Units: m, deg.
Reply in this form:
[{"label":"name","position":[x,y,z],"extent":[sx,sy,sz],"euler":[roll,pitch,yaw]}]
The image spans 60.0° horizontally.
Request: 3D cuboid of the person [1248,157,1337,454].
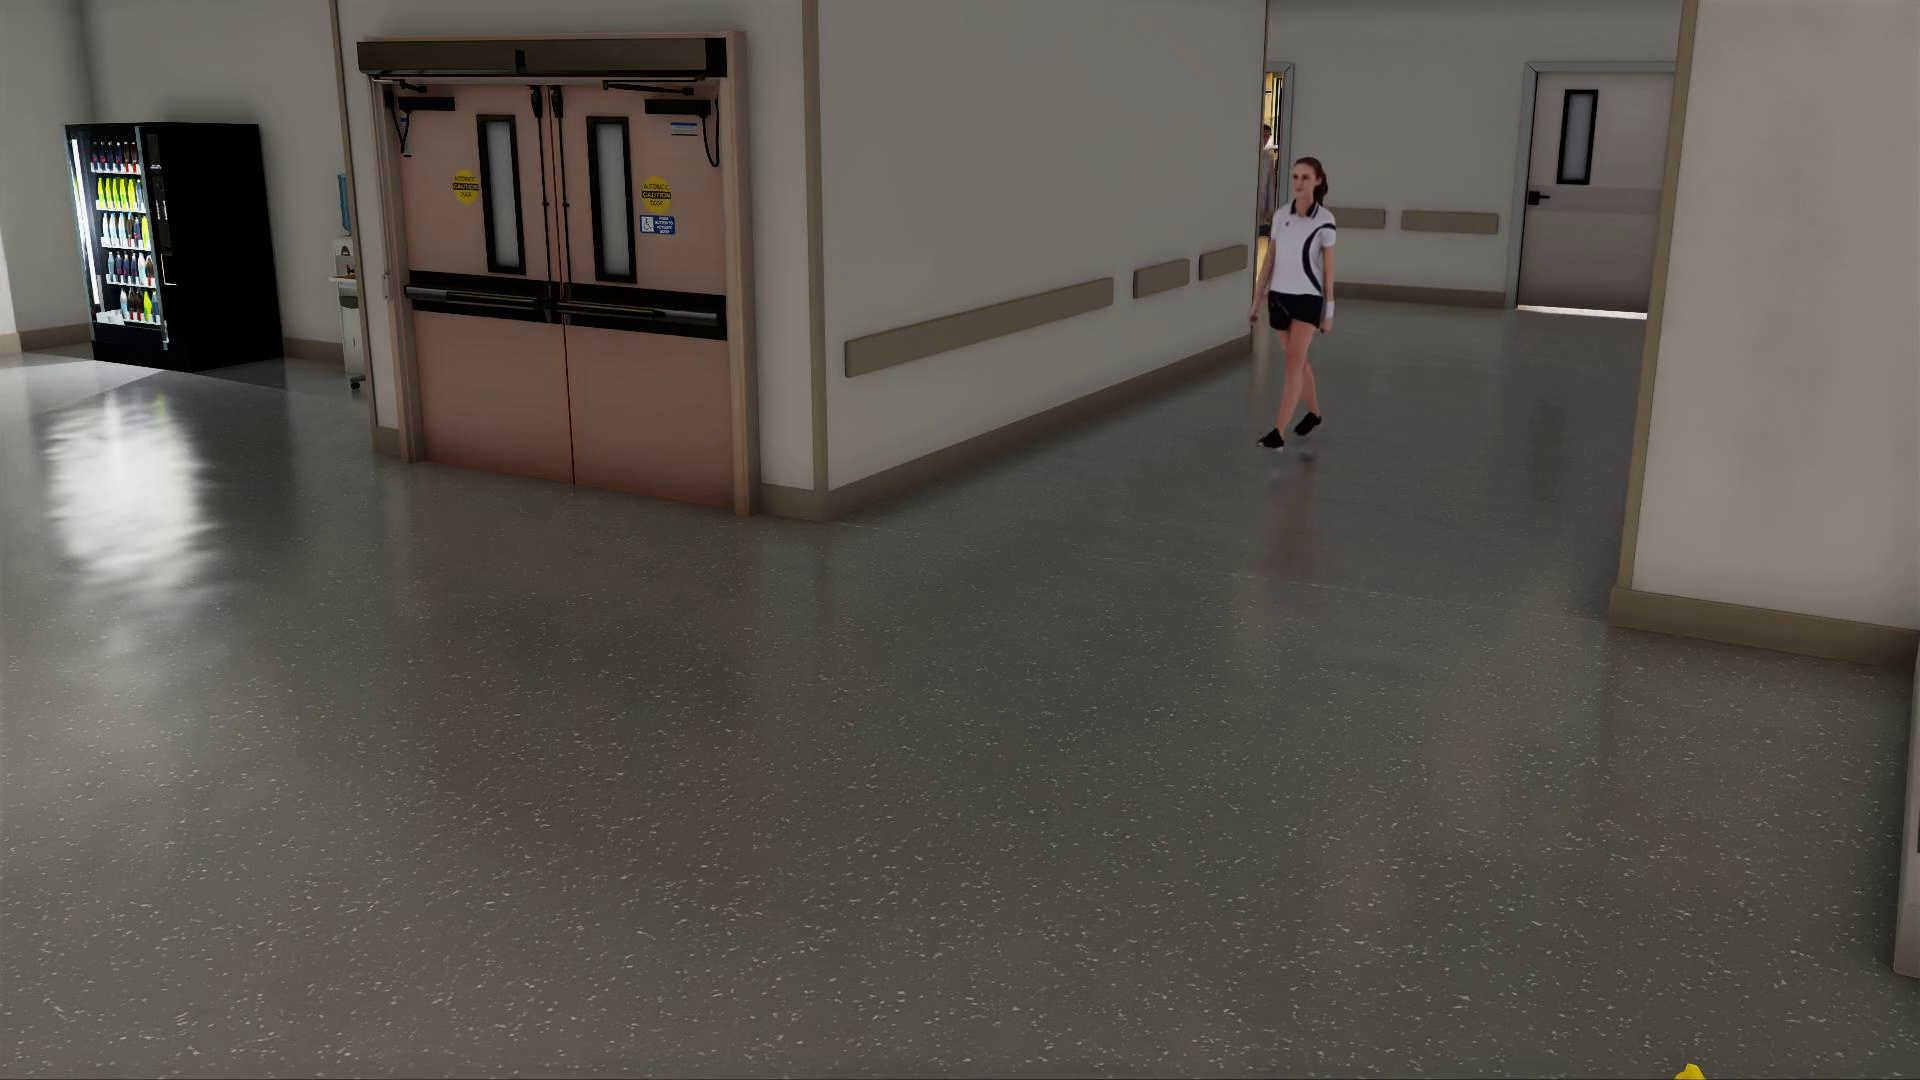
[{"label":"person","position":[2.058,-1.386,9.981],"extent":[1.146,1.701,0.804],"euler":[13,21,40]}]
